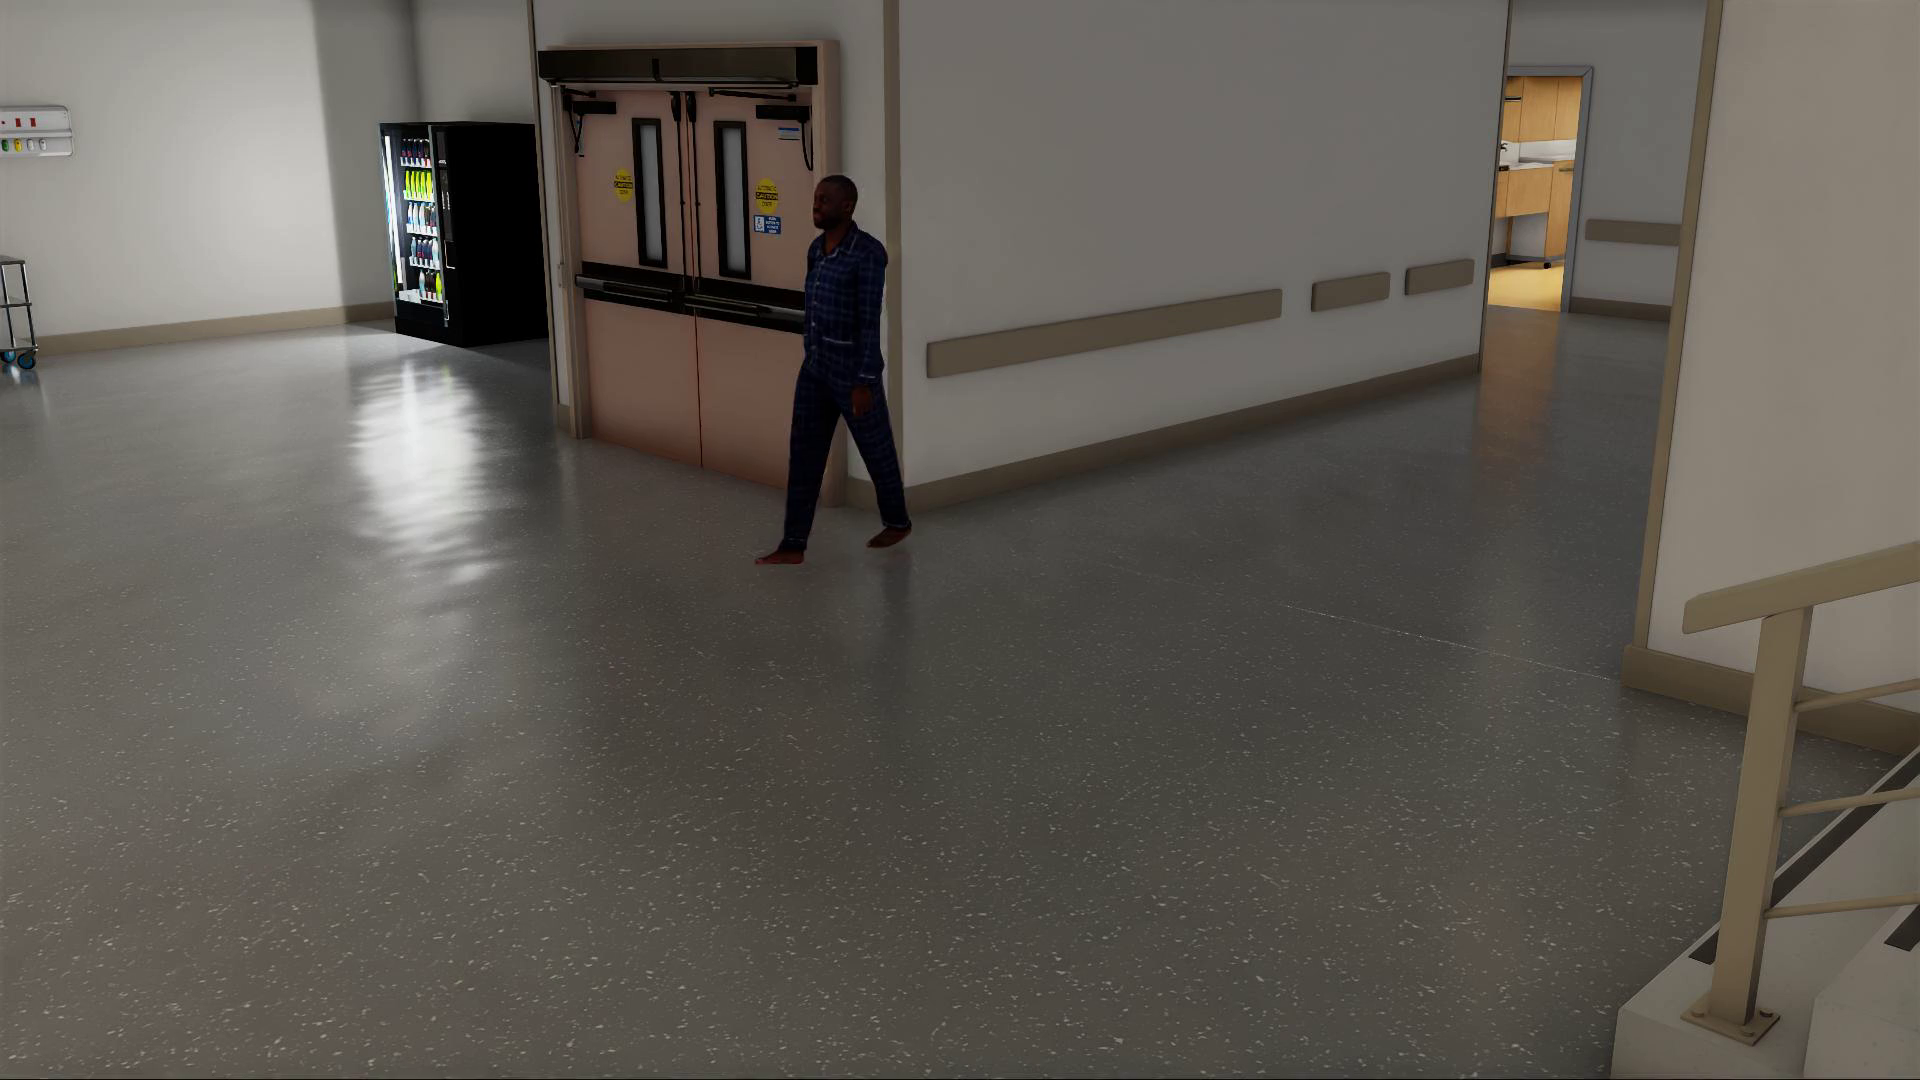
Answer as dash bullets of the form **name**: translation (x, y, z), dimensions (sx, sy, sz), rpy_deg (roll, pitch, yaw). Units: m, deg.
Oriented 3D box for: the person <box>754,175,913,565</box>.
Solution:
- **person**: translation (-0.468, -0.755, 7.760), dimensions (0.741, 1.765, 1.068), rpy_deg (-15, 22, -43)
